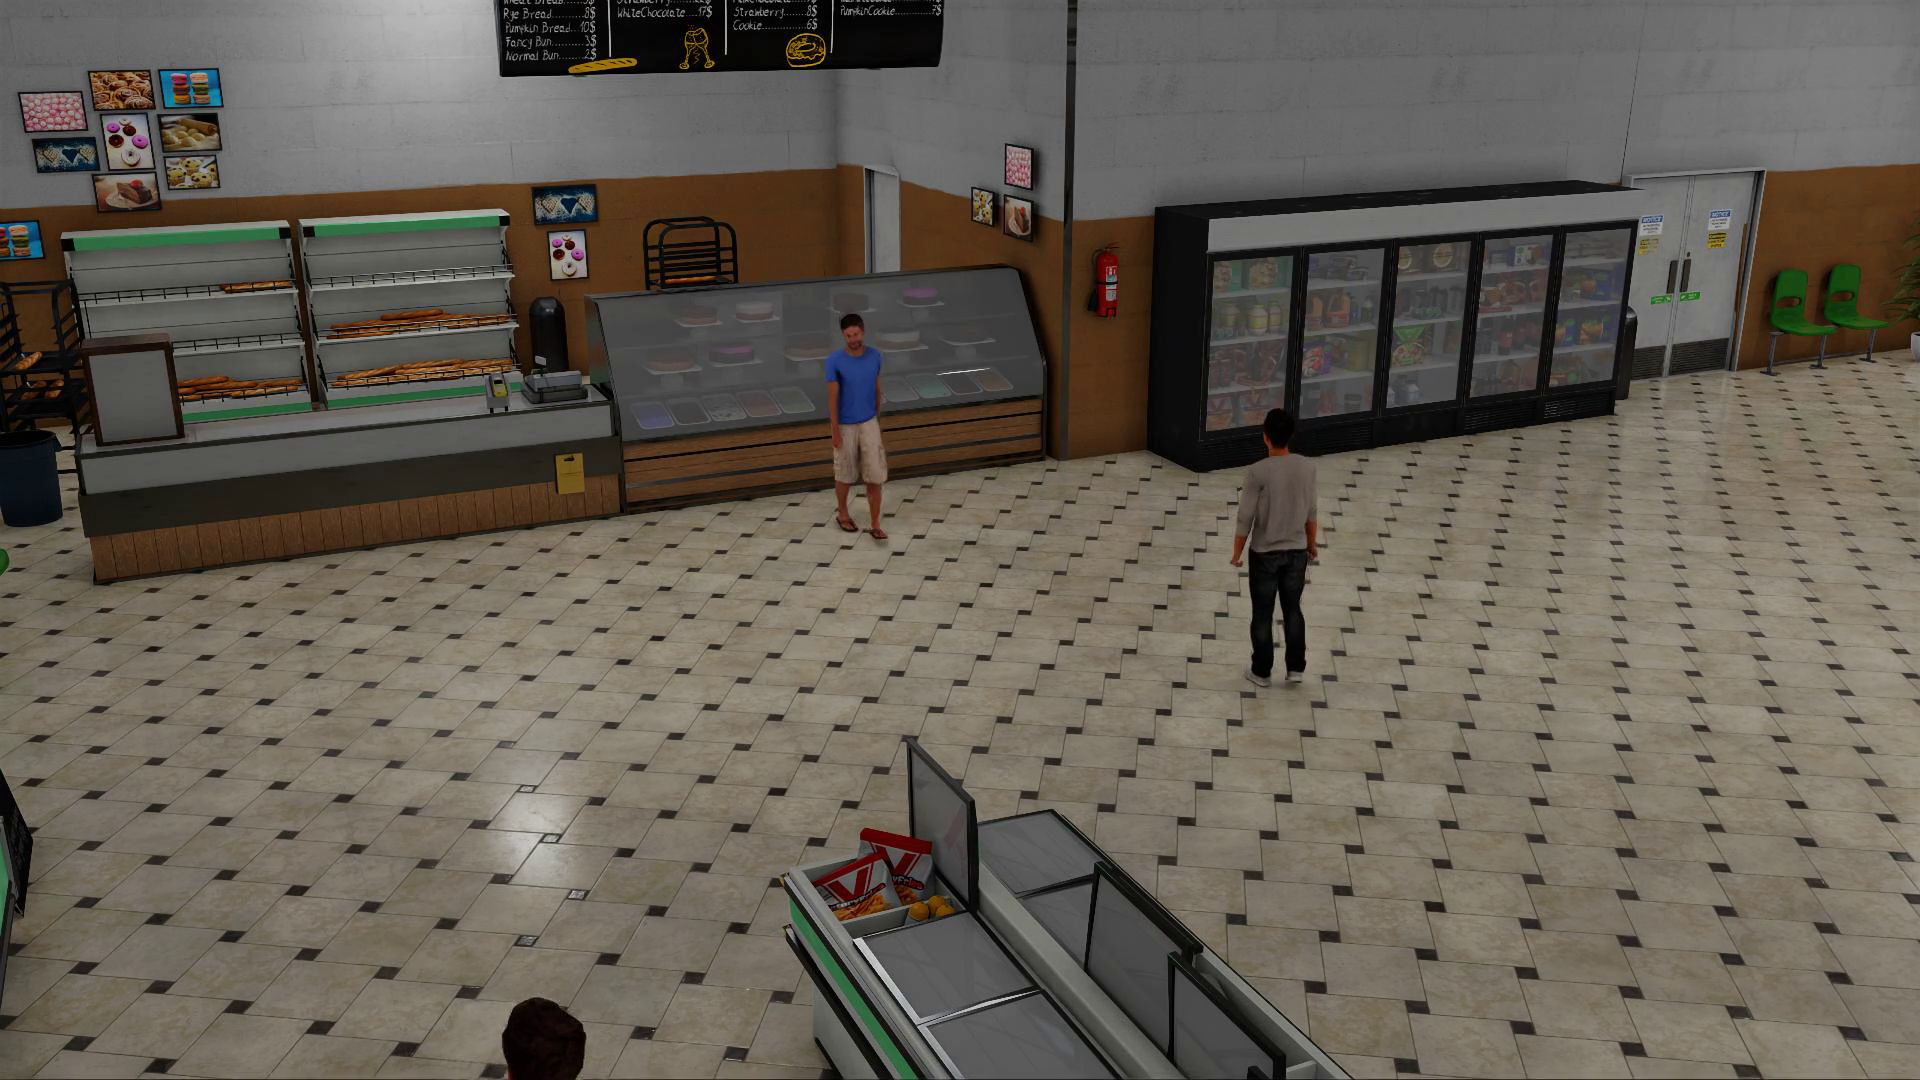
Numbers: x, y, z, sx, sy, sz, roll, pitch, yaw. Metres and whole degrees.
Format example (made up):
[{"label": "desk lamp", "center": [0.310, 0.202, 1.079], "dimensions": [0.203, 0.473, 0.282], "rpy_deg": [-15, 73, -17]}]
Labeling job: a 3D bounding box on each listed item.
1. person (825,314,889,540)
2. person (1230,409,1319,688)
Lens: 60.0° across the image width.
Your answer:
[{"label": "person", "center": [-0.853, -0.934, 13.290], "dimensions": [0.680, 1.825, 1.014], "rpy_deg": [-9, 21, -25]}, {"label": "person", "center": [1.998, 0.085, 10.295], "dimensions": [0.770, 1.807, 0.767], "rpy_deg": [-4, 19, -12]}]
